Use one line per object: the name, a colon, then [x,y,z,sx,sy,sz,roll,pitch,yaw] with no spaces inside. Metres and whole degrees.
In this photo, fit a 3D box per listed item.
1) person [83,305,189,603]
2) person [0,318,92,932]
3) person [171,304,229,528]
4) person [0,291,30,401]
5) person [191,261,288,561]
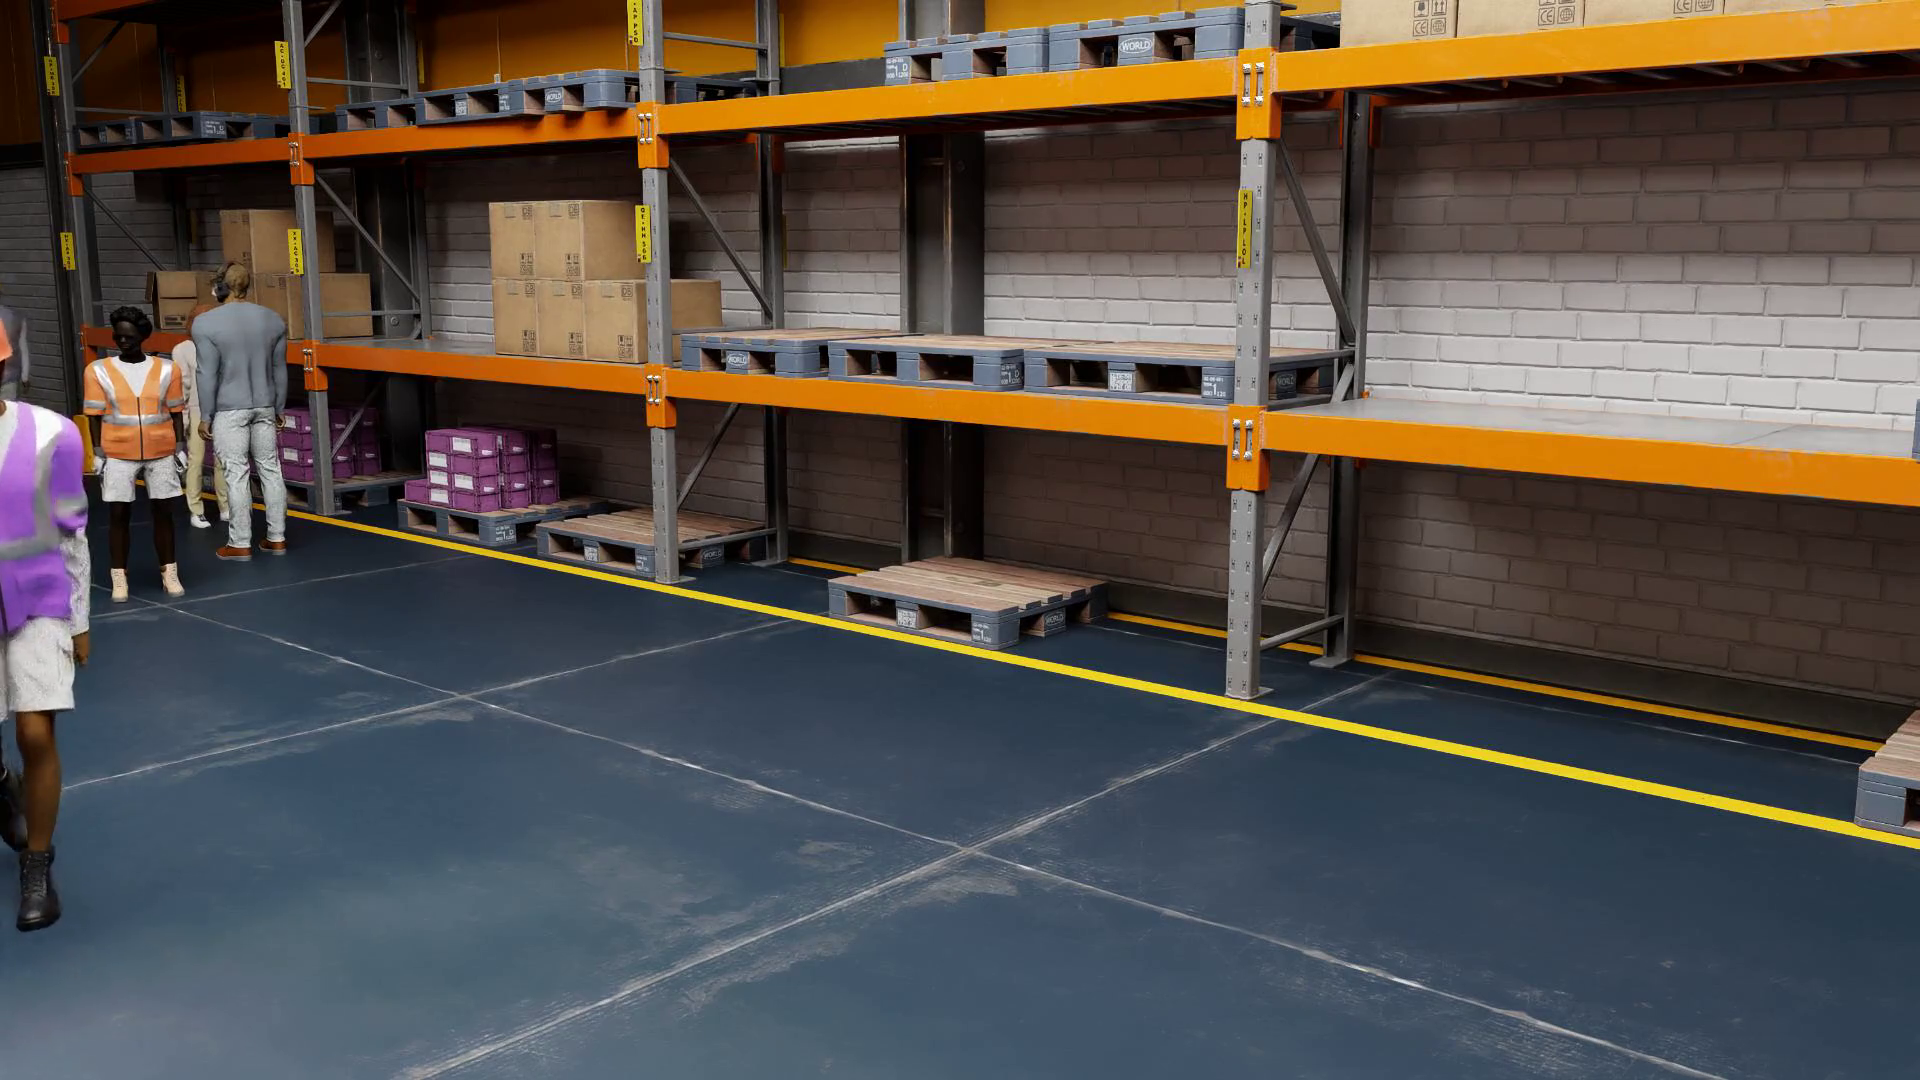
person: [-4.718,-0.493,9.567,0.536,1.695,0.321,-6,12,-33]
person: [-2.936,0.203,5.065,0.551,1.900,0.732,-5,11,-28]
person: [-5.468,-0.902,12.111,0.283,1.626,0.505,6,12,30]
person: [-8.536,-1.458,14.709,0.558,1.818,0.617,9,14,42]
person: [-4.659,-0.832,10.808,0.371,1.940,0.630,7,12,35]
